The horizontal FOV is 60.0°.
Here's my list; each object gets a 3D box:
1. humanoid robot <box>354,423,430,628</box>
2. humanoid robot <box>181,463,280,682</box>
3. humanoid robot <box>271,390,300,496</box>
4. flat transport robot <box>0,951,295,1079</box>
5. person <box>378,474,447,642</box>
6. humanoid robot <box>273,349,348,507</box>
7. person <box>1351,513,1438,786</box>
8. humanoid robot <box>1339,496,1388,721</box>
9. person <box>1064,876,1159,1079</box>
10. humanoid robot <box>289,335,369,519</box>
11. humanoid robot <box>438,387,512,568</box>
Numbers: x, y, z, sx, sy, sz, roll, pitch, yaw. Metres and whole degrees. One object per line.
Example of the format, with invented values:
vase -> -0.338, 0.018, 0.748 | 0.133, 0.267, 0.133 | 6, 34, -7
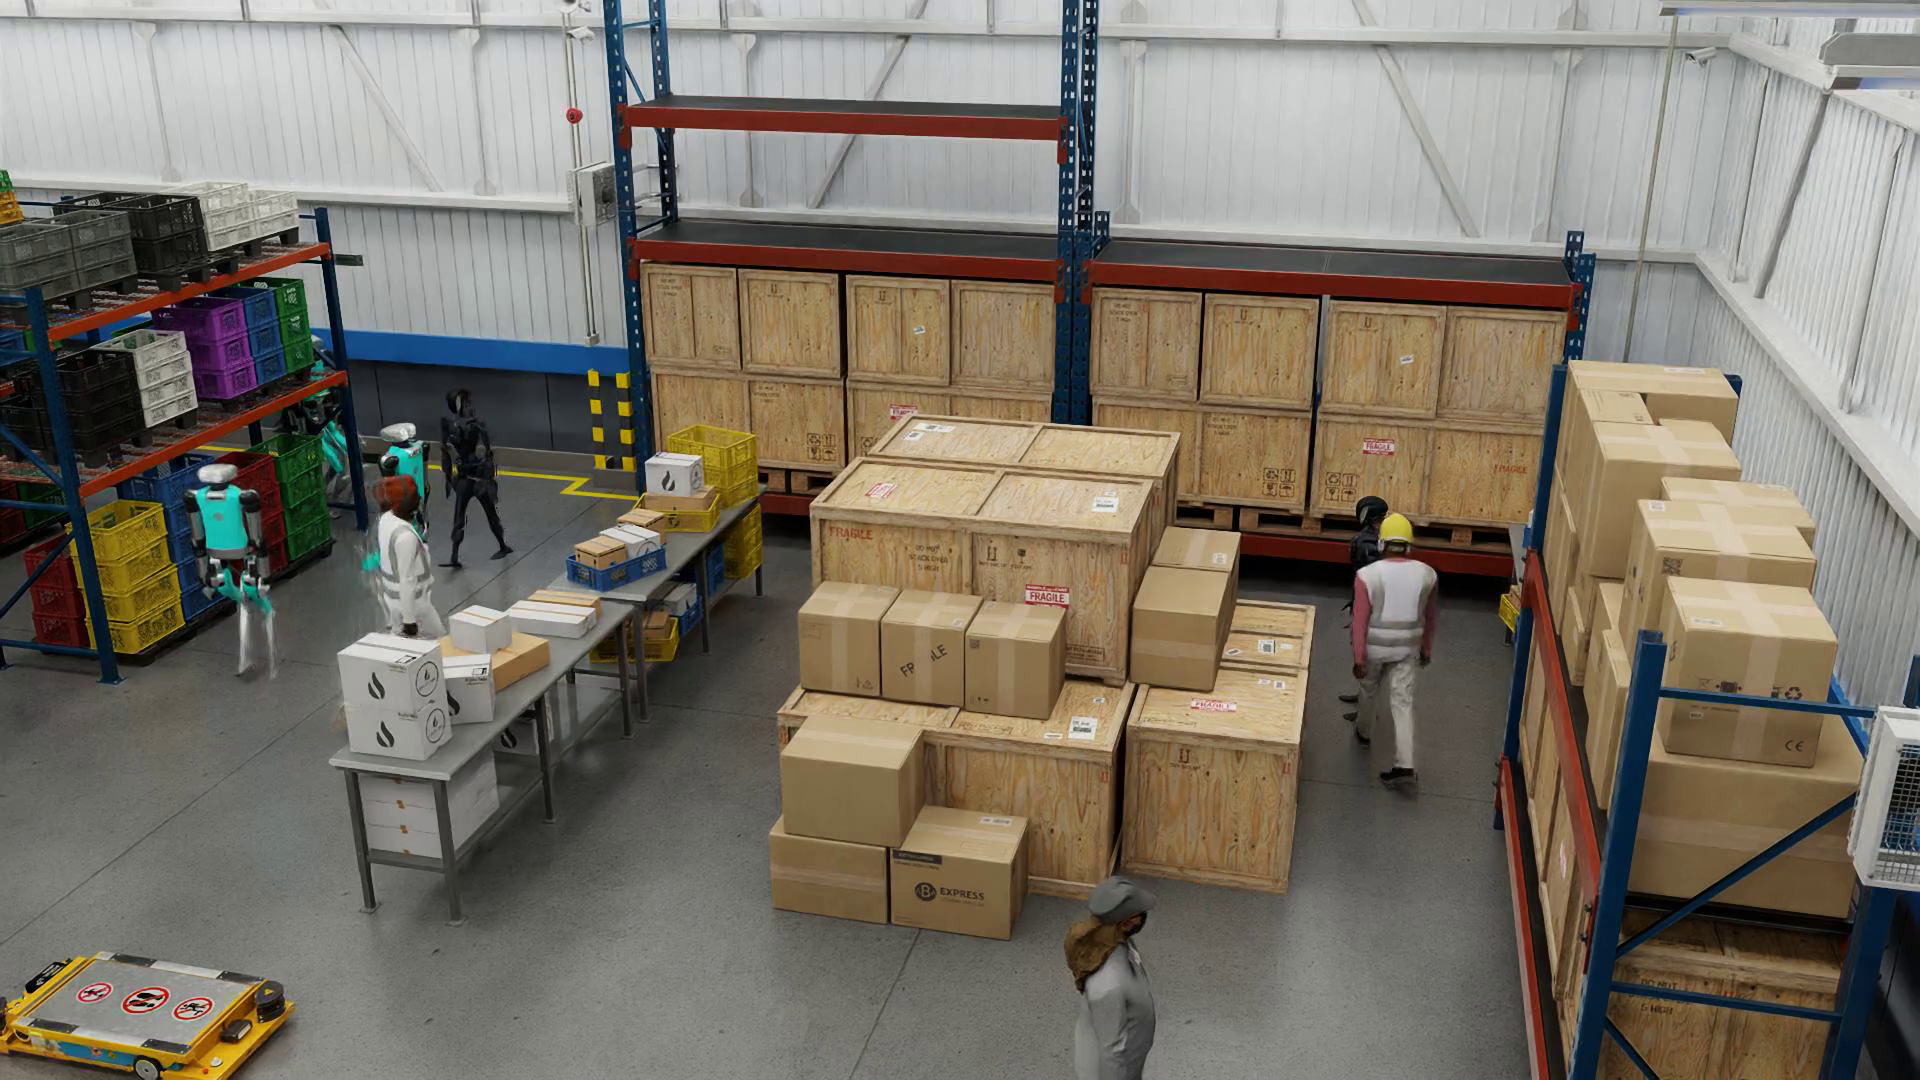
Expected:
humanoid robot -> -4.538, -0.121, 13.167 | 0.725, 1.694, 0.532 | 7, 22, 17
humanoid robot -> -5.342, 0.182, 12.391 | 0.534, 1.714, 0.724 | -1, 21, -3
humanoid robot -> -6.542, -1.184, 16.158 | 0.346, 1.657, 0.590 | -8, 22, -21
flat transport robot -> -4.270, 2.464, 8.601 | 1.431, 0.231, 0.659 | 5, 22, 13
person -> -3.934, 0.428, 11.722 | 0.895, 1.850, 0.575 | -15, 26, -34
humanoid robot -> -6.188, -1.199, 16.020 | 0.694, 1.724, 0.533 | -3, 21, -8
person -> 2.886, 0.726, 11.060 | 0.608, 1.772, 0.927 | 0, 21, -1
humanoid robot -> 2.877, 0.475, 11.806 | 0.315, 1.659, 0.599 | 3, 21, 9
person -> 0.631, 2.224, 7.124 | 0.397, 1.769, 0.572 | 1, 21, 4
humanoid robot -> -5.879, -1.047, 15.646 | 0.678, 1.753, 0.549 | 9, 23, 23
humanoid robot -> -4.275, -0.537, 14.535 | 0.589, 1.628, 0.764 | 9, 23, 22
